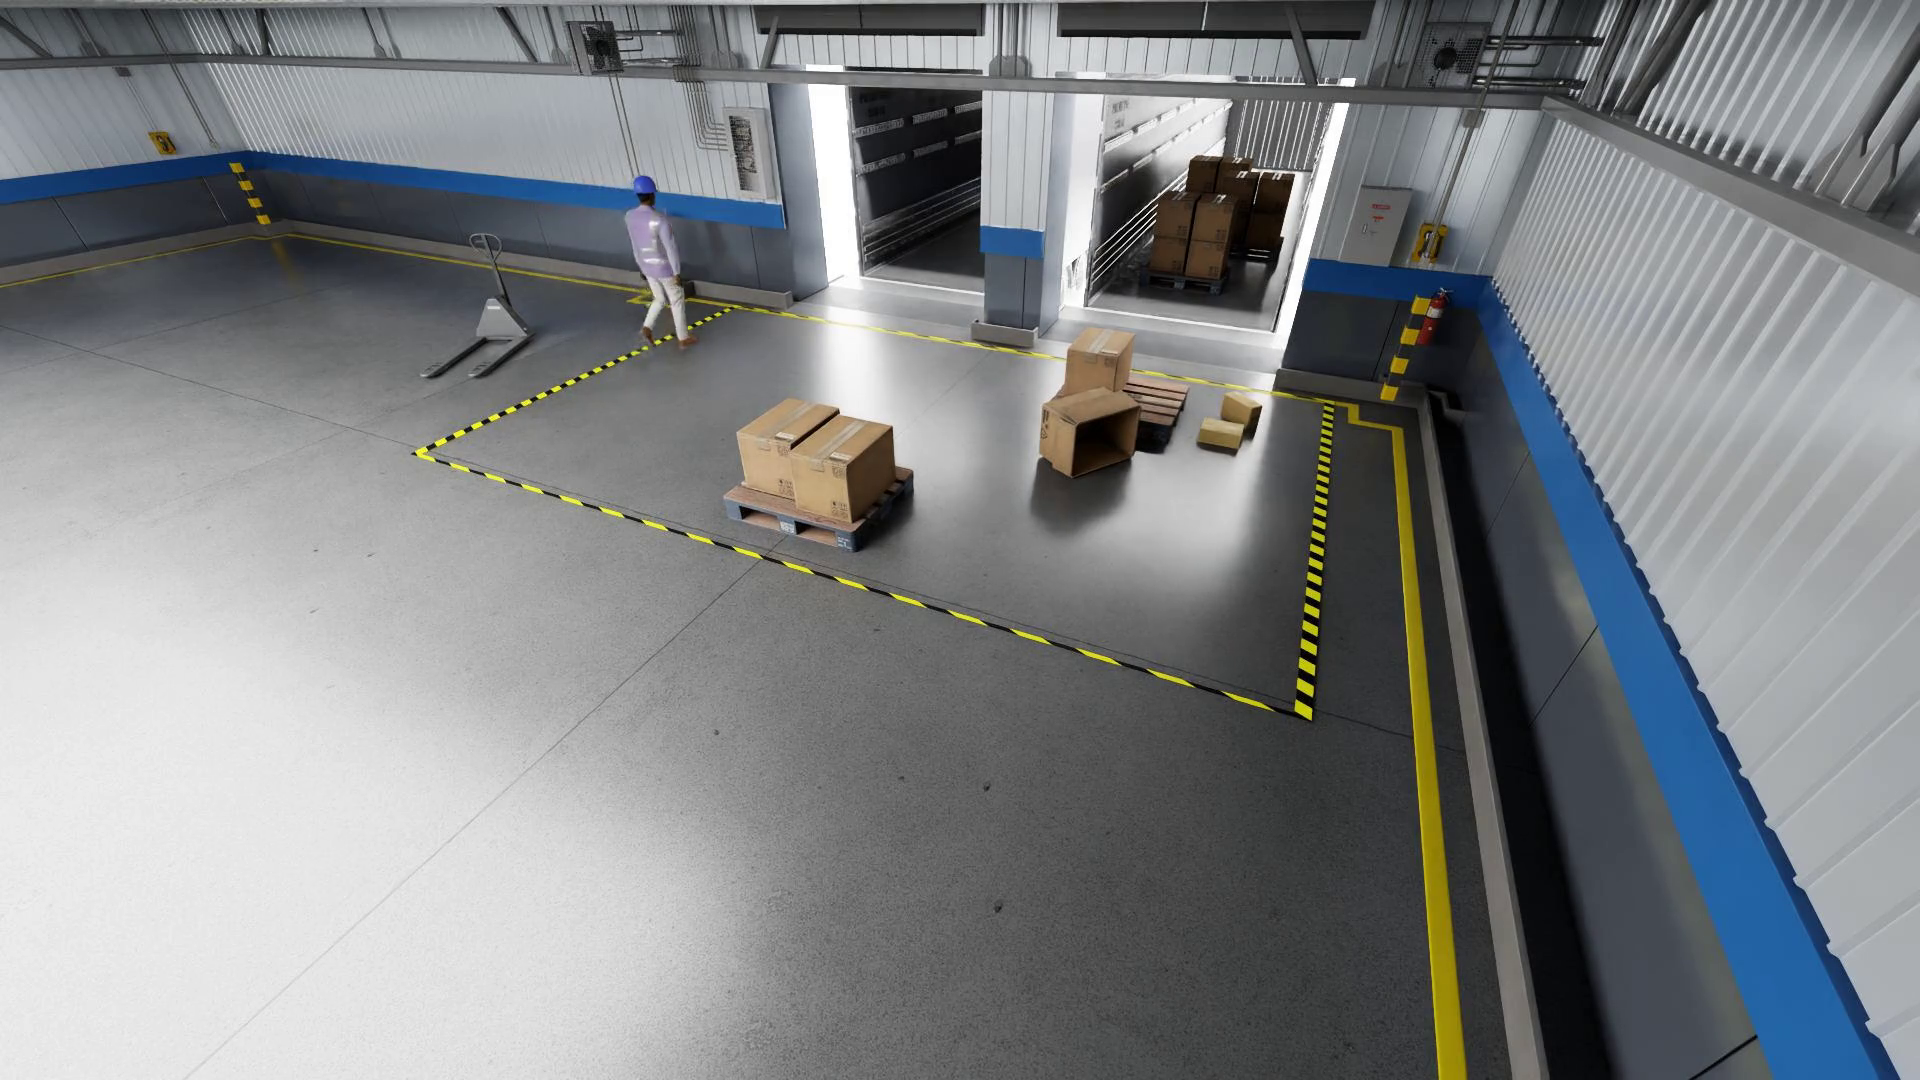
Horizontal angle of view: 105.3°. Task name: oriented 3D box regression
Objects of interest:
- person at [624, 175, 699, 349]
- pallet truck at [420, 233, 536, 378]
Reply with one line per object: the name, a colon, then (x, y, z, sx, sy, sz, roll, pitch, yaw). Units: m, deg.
person: (-3.476, -3.076, 8.353, 0.618, 1.924, 0.736, 15, 38, 20)
pallet truck: (-5.664, -2.712, 8.427, 0.680, 1.201, 1.601, 0, 35, -1)
